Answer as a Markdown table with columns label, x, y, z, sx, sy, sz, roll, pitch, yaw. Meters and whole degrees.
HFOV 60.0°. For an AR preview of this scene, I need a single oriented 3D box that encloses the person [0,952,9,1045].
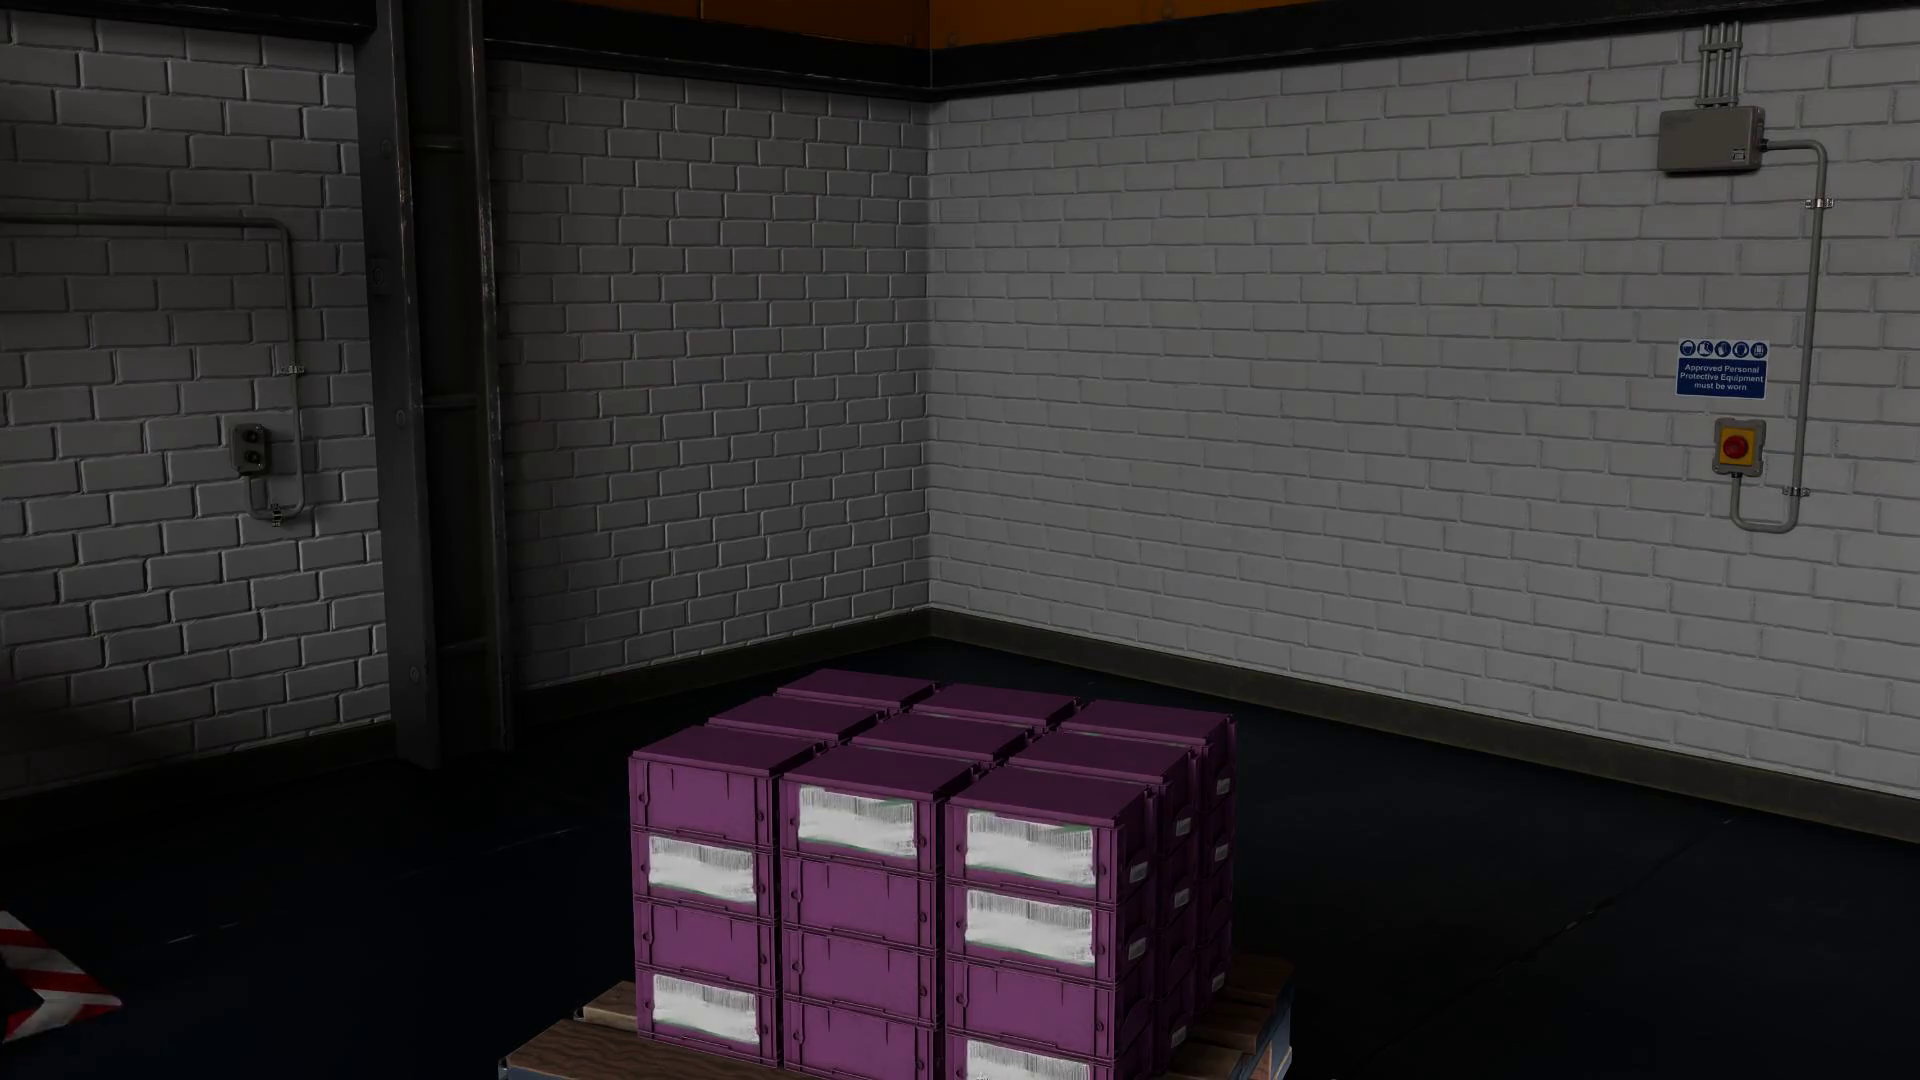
| label | x | y | z | sx | sy | sz | roll | pitch | yaw |
| --- | --- | --- | --- | --- | --- | --- | --- | --- | --- |
| person | -2.536 | 0.442 | 3.939 | 0.586 | 1.906 | 0.513 | 1 | 9 | 7 |
